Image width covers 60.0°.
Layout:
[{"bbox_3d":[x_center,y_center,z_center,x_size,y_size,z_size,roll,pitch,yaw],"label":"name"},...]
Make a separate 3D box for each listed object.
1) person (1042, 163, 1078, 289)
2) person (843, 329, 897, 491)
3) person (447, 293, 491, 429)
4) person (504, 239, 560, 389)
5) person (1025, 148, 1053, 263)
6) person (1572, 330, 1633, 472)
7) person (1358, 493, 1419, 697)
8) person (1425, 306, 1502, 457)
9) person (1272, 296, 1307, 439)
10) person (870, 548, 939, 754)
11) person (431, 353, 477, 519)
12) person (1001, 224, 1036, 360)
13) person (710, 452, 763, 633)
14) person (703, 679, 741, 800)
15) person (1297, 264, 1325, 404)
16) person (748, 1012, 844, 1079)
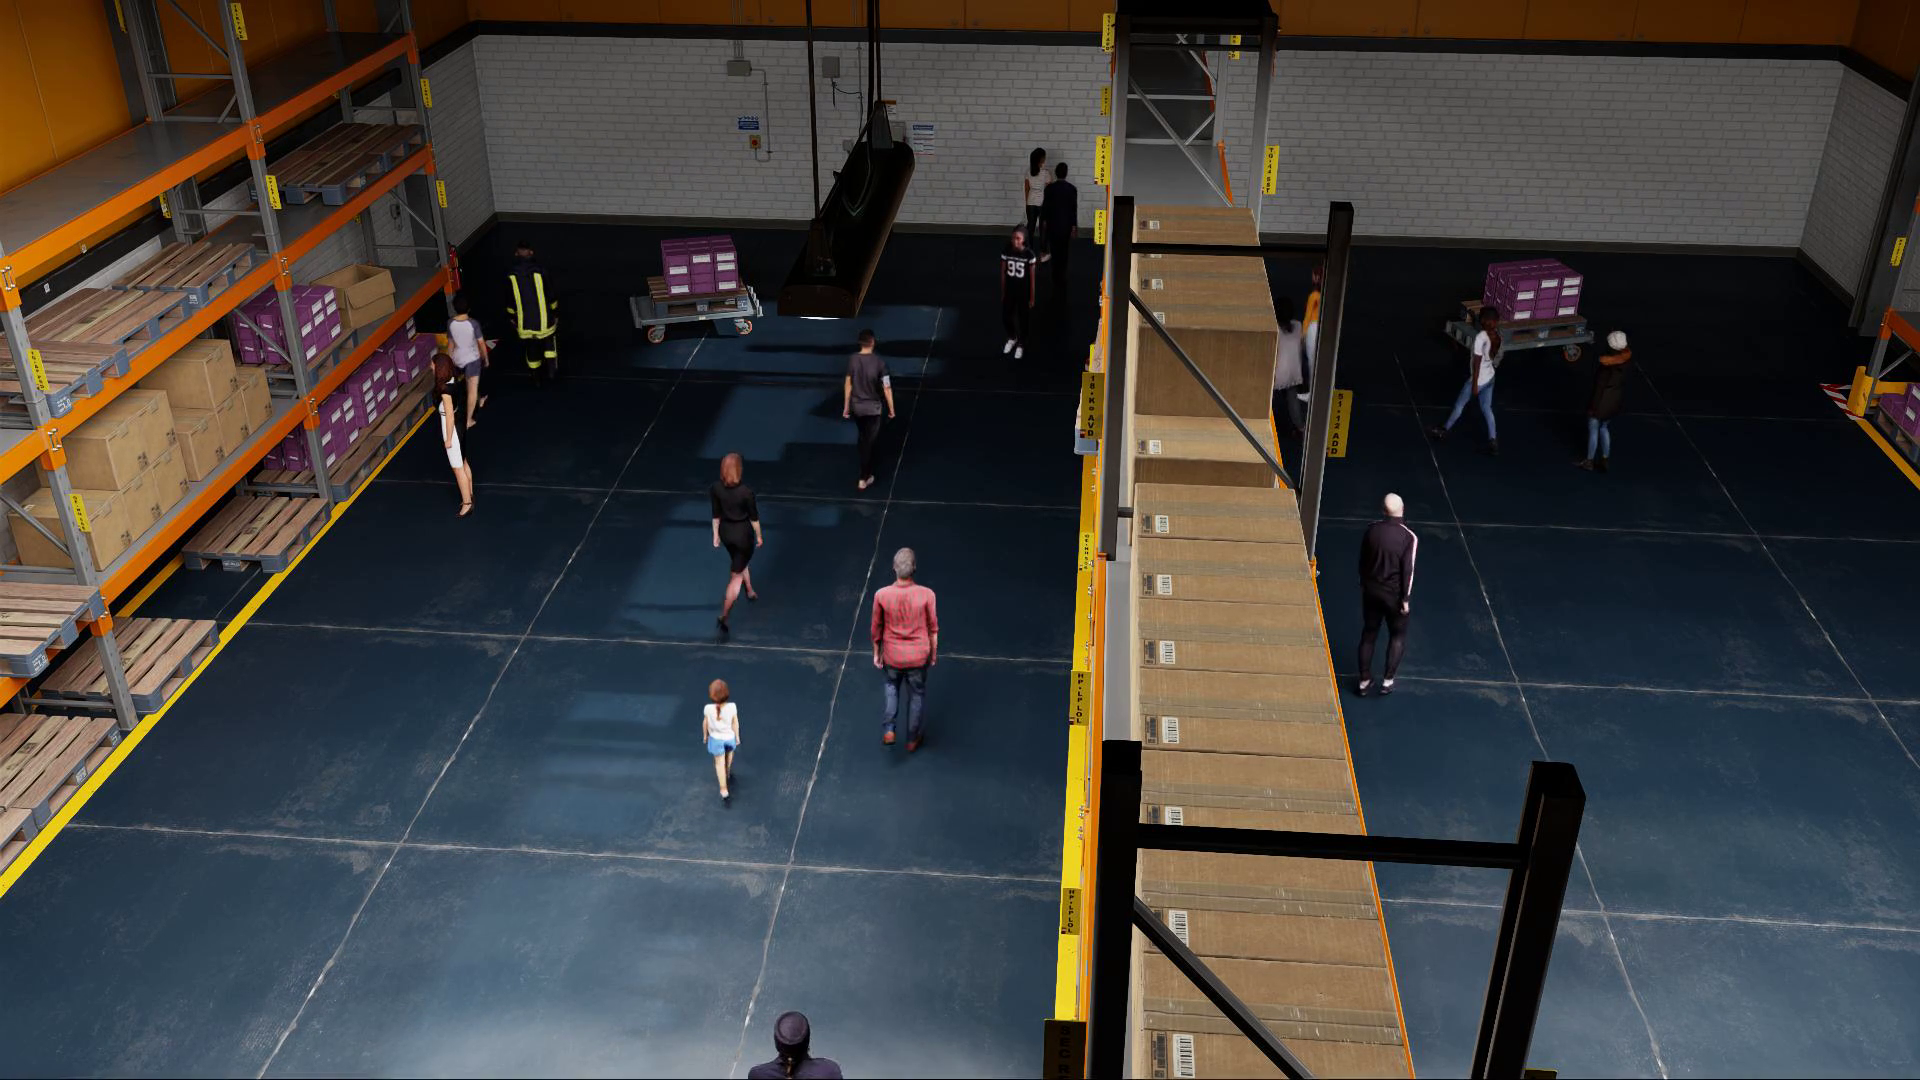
[{"bbox_3d":[1.367,-4.328,23.123,0.657,1.671,1.116,3,29,5],"label":"person"},{"bbox_3d":[-1.029,-1.348,17.583,0.812,1.744,0.936,11,30,19],"label":"person"},{"bbox_3d":[-5.662,-2.028,19.072,0.616,1.512,1.045,5,29,8],"label":"person"},{"bbox_3d":[-5.120,-2.697,19.945,0.864,1.850,0.835,-5,29,-9],"label":"person"},{"bbox_3d":[1.134,-4.866,24.138,0.637,1.643,0.631,13,31,23],"label":"person"},{"bbox_3d":[6.976,-1.487,17.955,0.790,1.632,0.844,-18,34,-30],"label":"person"},{"bbox_3d":[3.595,0.521,14.111,0.886,1.787,0.854,-23,36,-36],"label":"person"},{"bbox_3d":[5.807,-1.715,18.327,1.112,1.676,1.108,25,37,38],"label":"person"},{"bbox_3d":[3.698,-1.914,18.811,0.944,1.562,1.175,-10,30,-17],"label":"person"},{"bbox_3d":[-0.439,0.950,13.295,0.696,1.816,0.731,3,29,5],"label":"person"},{"bbox_3d":[-5.185,-1.079,17.036,0.677,1.796,0.484,-3,29,-5],"label":"person"},{"bbox_3d":[0.769,-3.141,20.896,0.691,1.718,0.684,9,30,15],"label":"person"},{"bbox_3d":[-2.065,0.055,15.095,0.788,1.663,1.137,11,30,19],"label":"person"},{"bbox_3d":[-1.867,1.559,13.024,0.547,1.006,0.768,-5,29,-10],"label":"person"},{"bbox_3d":[4.237,-2.381,19.479,0.815,1.742,0.749,25,37,38],"label":"person"},{"bbox_3d":[-0.887,3.355,9.083,0.807,1.628,1.082,-2,29,-3],"label":"person"}]
